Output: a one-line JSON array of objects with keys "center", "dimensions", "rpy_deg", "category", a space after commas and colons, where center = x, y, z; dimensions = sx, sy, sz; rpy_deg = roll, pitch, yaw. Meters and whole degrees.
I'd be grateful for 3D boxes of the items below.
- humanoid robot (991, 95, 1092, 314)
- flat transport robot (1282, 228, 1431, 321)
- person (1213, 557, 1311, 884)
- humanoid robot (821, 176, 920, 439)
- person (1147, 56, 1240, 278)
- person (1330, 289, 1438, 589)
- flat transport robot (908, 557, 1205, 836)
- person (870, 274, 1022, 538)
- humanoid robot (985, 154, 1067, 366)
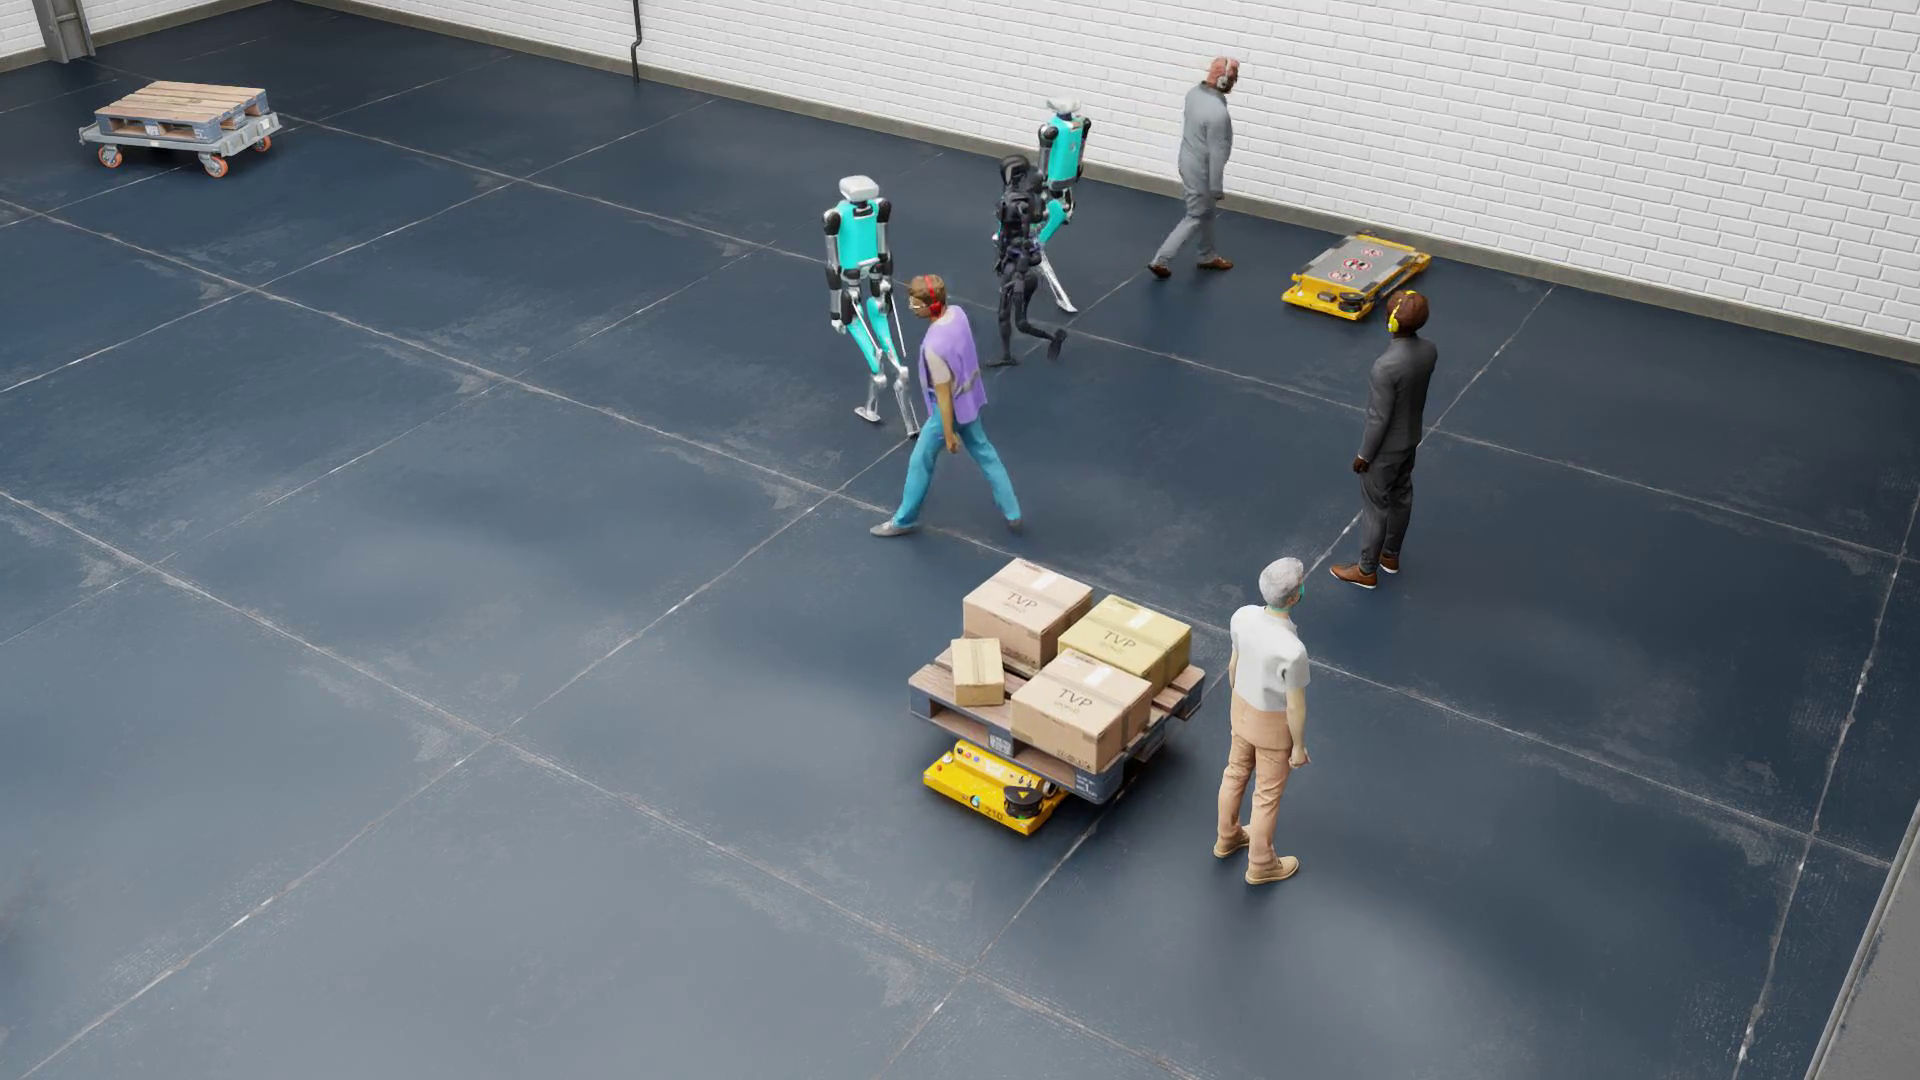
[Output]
[{"center": [0.582, -2.657, 13.060], "dimensions": [0.905, 1.770, 0.564], "rpy_deg": [26, 41, 34], "category": "humanoid robot"}, {"center": [3.278, -2.191, 13.665], "dimensions": [0.659, 0.231, 1.431], "rpy_deg": [22, 39, 30], "category": "flat transport robot"}, {"center": [1.407, 0.825, 7.603], "dimensions": [0.321, 1.750, 0.473], "rpy_deg": [-19, 37, -27], "category": "person"}, {"center": [-0.515, -1.478, 11.275], "dimensions": [0.552, 1.876, 0.832], "rpy_deg": [-24, 40, -32], "category": "humanoid robot"}, {"center": [1.912, -2.991, 13.441], "dimensions": [0.786, 1.865, 0.704], "rpy_deg": [-6, 33, -10], "category": "person"}, {"center": [2.488, -0.578, 9.671], "dimensions": [0.491, 1.875, 0.355], "rpy_deg": [-25, 41, -34], "category": "person"}, {"center": [0.500, 0.974, 8.740], "dimensions": [0.659, 0.231, 1.431], "rpy_deg": [22, 39, 30], "category": "flat transport robot"}, {"center": [-0.037, -0.800, 10.109], "dimensions": [0.925, 1.779, 0.639], "rpy_deg": [10, 34, 15], "category": "person"}, {"center": [0.491, -2.035, 12.134], "dimensions": [0.628, 1.628, 0.583], "rpy_deg": [-9, 34, -14], "category": "humanoid robot"}]
